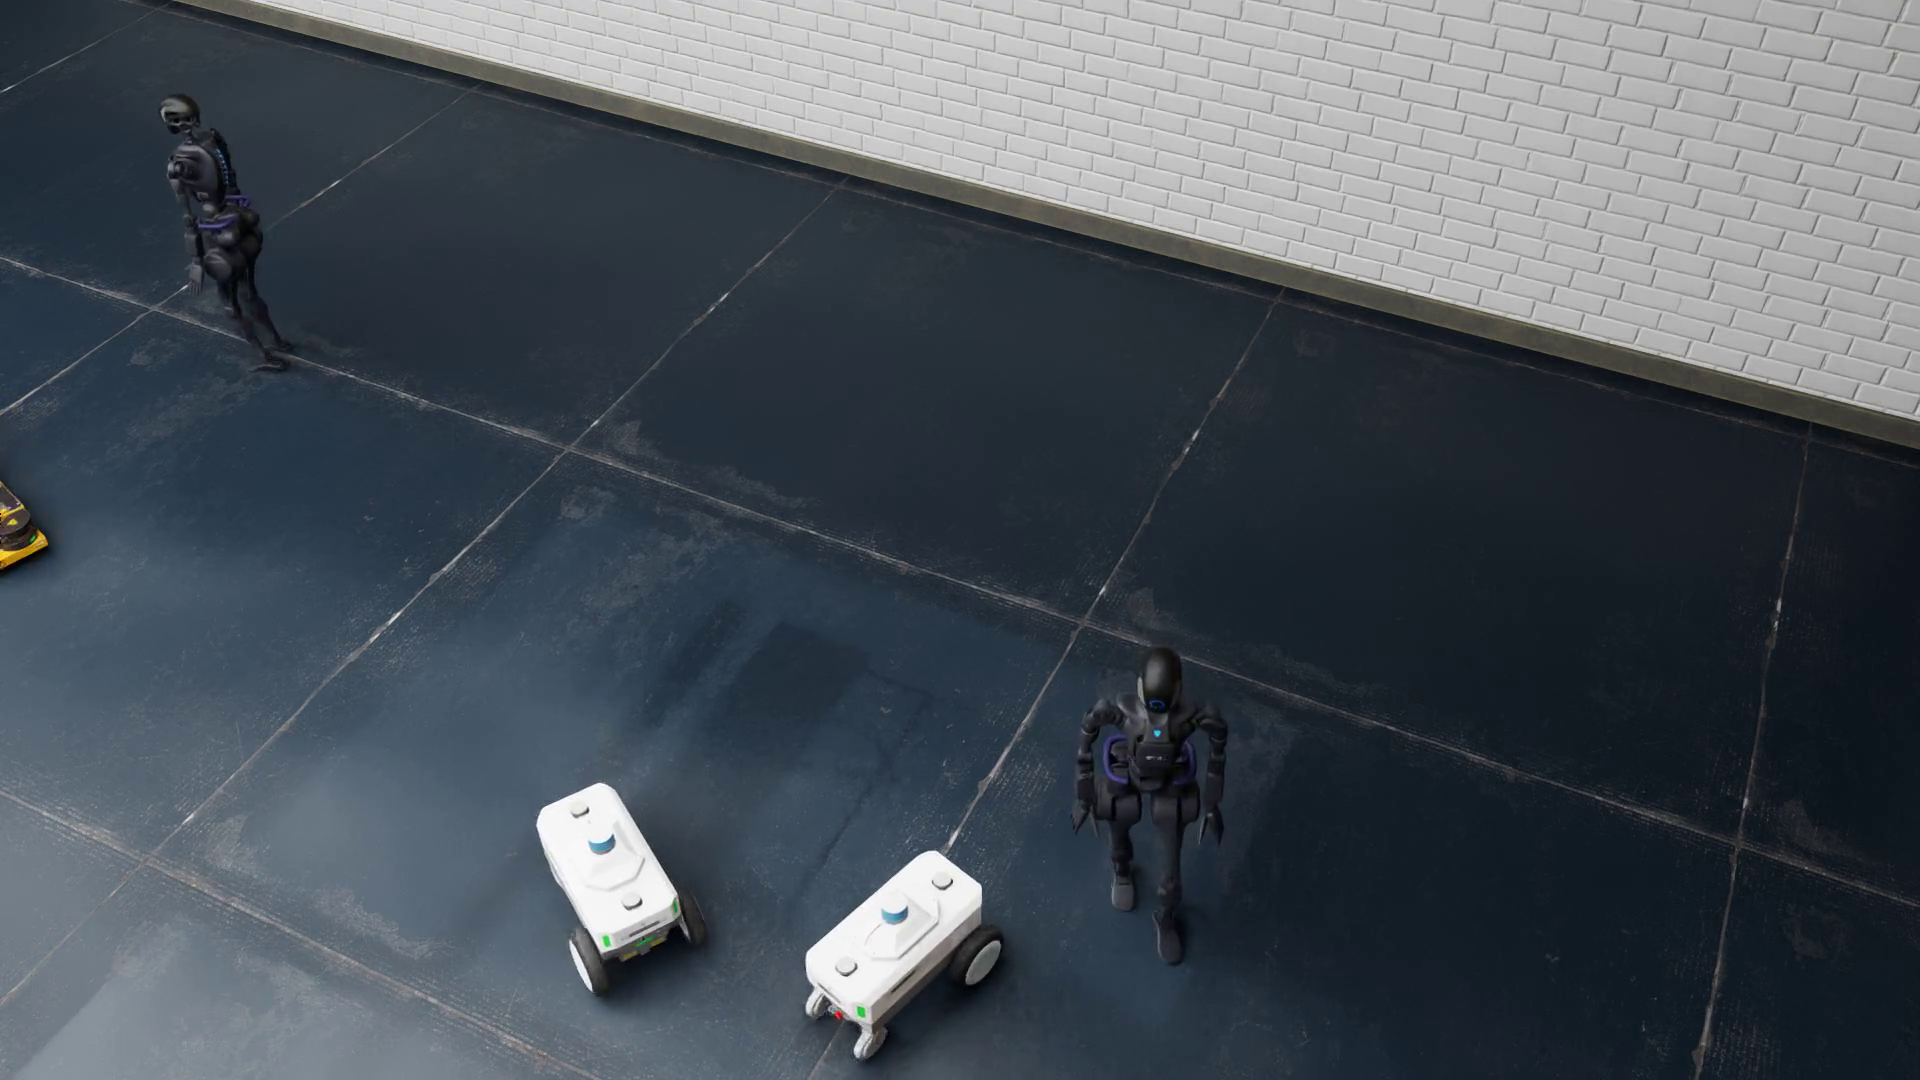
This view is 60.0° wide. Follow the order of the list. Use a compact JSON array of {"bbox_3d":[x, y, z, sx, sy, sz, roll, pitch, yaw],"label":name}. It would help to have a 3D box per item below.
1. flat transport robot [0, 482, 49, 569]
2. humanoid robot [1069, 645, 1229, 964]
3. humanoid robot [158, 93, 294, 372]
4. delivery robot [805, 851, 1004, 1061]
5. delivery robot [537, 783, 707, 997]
[{"bbox_3d":[-5.301,-0.199,8.470,1.431,0.231,0.659,33,52,30],"label":"flat transport robot"},{"bbox_3d":[0.708,0.923,6.236,0.589,1.631,0.511,1,43,2],"label":"humanoid robot"},{"bbox_3d":[-3.989,-1.620,8.972,0.336,1.652,0.608,5,43,5],"label":"humanoid robot"},{"bbox_3d":[-0.223,1.549,6.386,0.499,0.613,0.796,32,52,30],"label":"delivery robot"},{"bbox_3d":[-1.374,1.361,6.587,0.499,0.608,0.799,-23,48,-23],"label":"delivery robot"}]
